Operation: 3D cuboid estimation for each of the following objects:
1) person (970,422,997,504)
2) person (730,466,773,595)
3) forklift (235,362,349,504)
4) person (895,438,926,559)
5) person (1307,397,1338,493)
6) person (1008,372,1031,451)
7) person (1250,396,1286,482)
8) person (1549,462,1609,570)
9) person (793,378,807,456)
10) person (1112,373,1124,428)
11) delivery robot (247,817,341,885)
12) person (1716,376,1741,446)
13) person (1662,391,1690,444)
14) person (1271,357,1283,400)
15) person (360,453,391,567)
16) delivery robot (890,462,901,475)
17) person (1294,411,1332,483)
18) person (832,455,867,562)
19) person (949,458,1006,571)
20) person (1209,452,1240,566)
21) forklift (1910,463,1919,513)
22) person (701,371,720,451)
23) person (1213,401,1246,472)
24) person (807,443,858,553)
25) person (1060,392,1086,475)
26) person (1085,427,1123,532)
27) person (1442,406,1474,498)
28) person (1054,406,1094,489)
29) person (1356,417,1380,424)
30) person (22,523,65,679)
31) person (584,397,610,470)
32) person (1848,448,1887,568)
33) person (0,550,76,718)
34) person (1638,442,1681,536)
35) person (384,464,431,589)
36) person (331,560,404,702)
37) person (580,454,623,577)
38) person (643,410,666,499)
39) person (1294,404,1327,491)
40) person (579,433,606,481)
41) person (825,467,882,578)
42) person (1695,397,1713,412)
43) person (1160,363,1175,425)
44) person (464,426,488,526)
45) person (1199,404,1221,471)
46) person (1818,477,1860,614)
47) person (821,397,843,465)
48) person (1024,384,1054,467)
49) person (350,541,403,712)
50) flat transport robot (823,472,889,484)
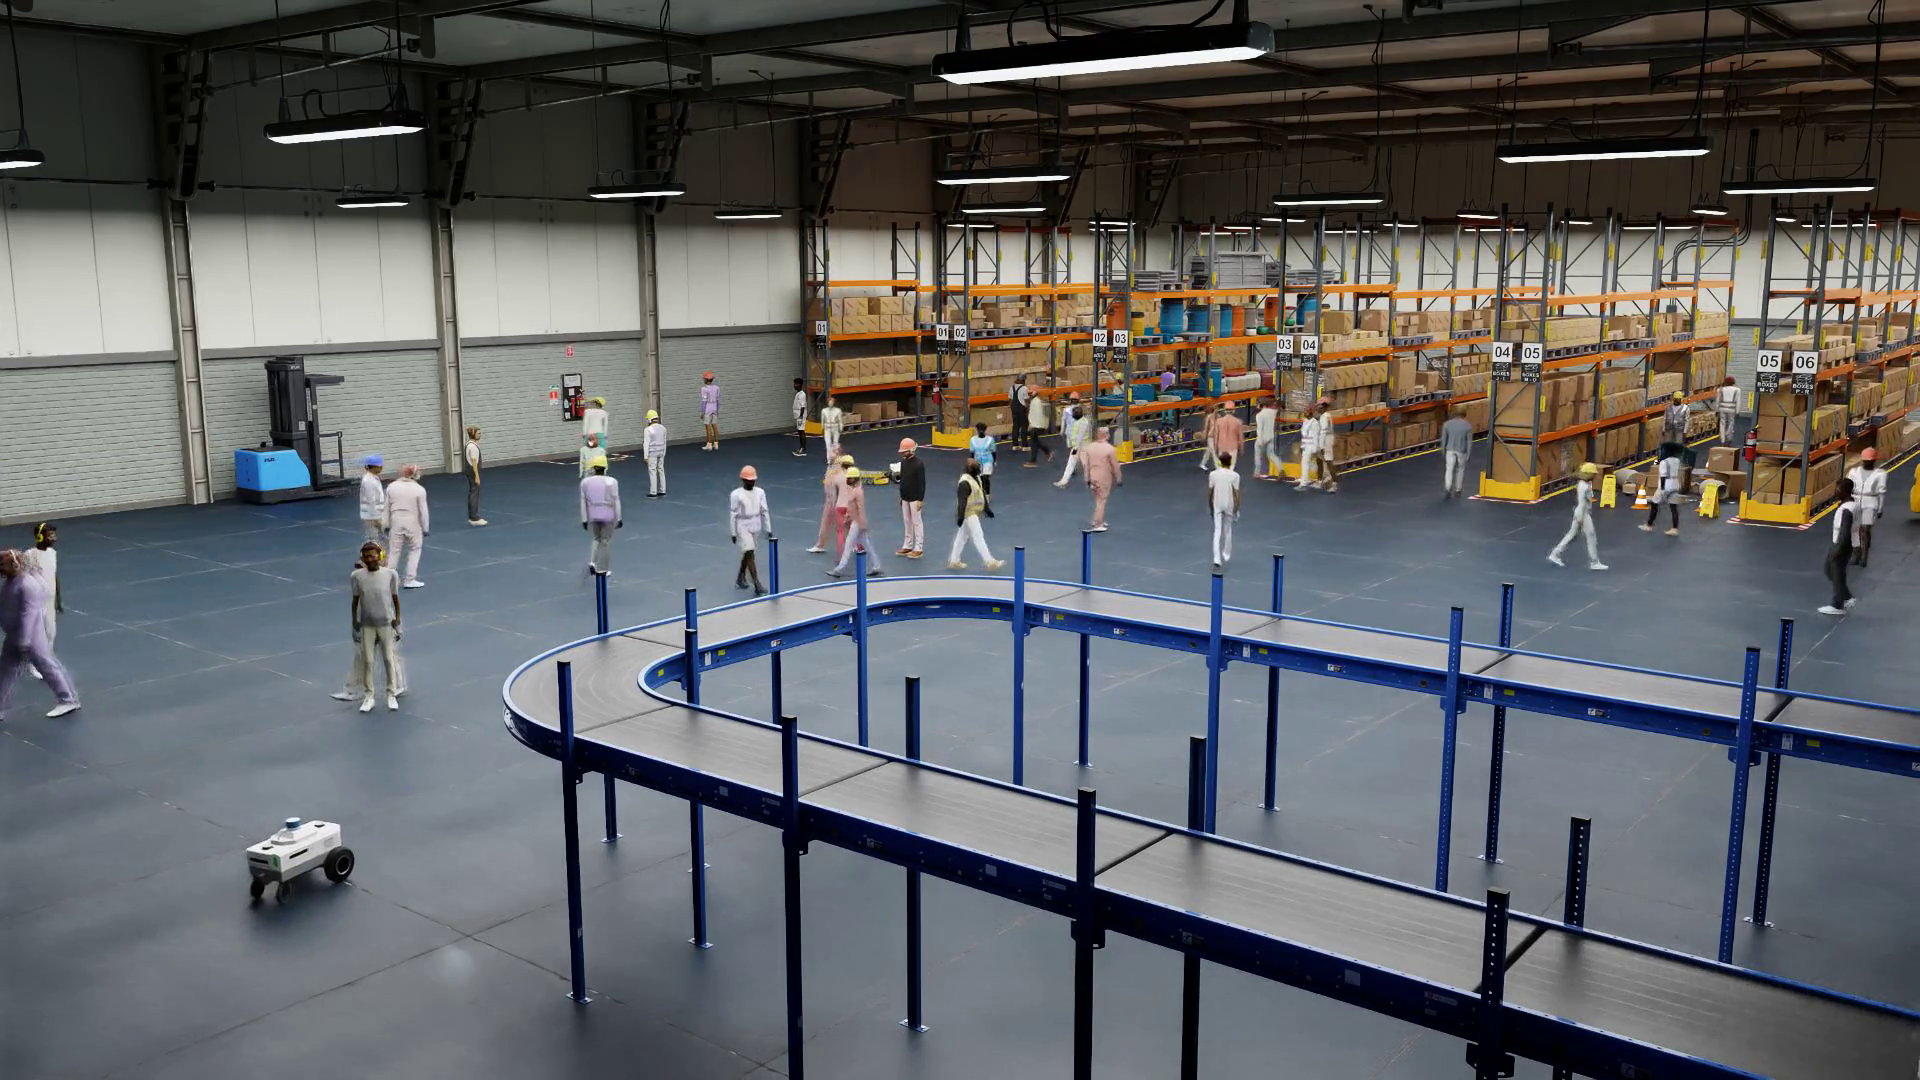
[{"bbox_3d":[0.501,-1.590,31.710,0.544,1.662,0.609,4,11,19],"label":"person"},{"bbox_3d":[-3.109,-0.171,23.124,0.563,1.888,0.996,-8,13,-37],"label":"person"},{"bbox_3d":[-13.803,-2.244,32.110,1.129,2.768,1.873,8,13,37],"label":"forklift"},{"bbox_3d":[-0.819,-0.694,25.788,0.406,1.983,0.613,-7,12,-35],"label":"person"},{"bbox_3d":[7.755,-2.020,33.257,0.698,1.993,0.676,3,11,18],"label":"person"},{"bbox_3d":[1.613,-3.317,40.509,0.535,2.000,0.674,-10,14,-43],"label":"person"},{"bbox_3d":[6.816,-2.219,34.612,0.639,1.909,0.895,-8,13,-37],"label":"person"},{"bbox_3d":[9.878,-0.403,24.923,0.865,1.706,0.491,3,11,18],"label":"person"},{"bbox_3d":[-4.042,-3.115,39.464,0.367,1.966,0.607,-2,10,-12],"label":"person"},{"bbox_3d":[4.412,-3.735,43.385,0.469,1.807,0.618,-8,13,-38],"label":"person"},{"bbox_3d":[-5.186,2.409,12.196,0.477,0.478,0.707,4,11,23],"label":"delivery robot"},{"bbox_3d":[20.440,-3.436,41.629,0.606,1.832,0.951,7,12,33],"label":"person"},{"bbox_3d":[16.907,-2.612,36.998,0.590,1.837,0.404,8,13,38],"label":"person"},{"bbox_3d":[10.877,-5.552,53.255,0.635,1.937,0.352,-3,11,-19],"label":"person"},{"bbox_3d":[-9.015,-0.369,24.123,0.467,1.931,0.632,-2,10,-9],"label":"person"},{"bbox_3d":[-1.182,-1.590,34.707,0.707,0.478,0.477,-2,10,-13],"label":"delivery robot"},{"bbox_3d":[7.869,-2.057,34.601,0.826,1.579,0.537,2,10,11],"label":"person"},{"bbox_3d":[-1.805,-0.527,25.567,0.544,1.718,0.859,3,10,14],"label":"person"},{"bbox_3d":[0.255,-0.404,24.702,0.977,1.783,0.640,2,10,13],"label":"person"},{"bbox_3d":[4.260,-0.502,25.221,0.505,1.813,0.987,2,10,12],"label":"person"},{"bbox_3d":[19.034,-1.348,28.998,2.313,2.155,1.214,8,13,37],"label":"forklift"},{"bbox_3d":[-6.505,-3.352,40.574,0.372,2.043,0.615,7,12,33],"label":"person"},{"bbox_3d":[5.659,-1.930,32.774,0.636,1.967,0.657,5,11,26],"label":"person"},{"bbox_3d":[-2.039,-0.705,26.217,0.989,1.863,0.656,-4,11,-23],"label":"person"},{"bbox_3d":[2.607,-2.470,36.057,0.564,1.882,0.987,-2,10,-11],"label":"person"},{"bbox_3d":[2.647,-1.102,28.383,0.765,1.875,0.636,-9,14,-42],"label":"person"},{"bbox_3d":[10.279,-1.821,32.381,0.642,1.911,0.944,4,11,23],"label":"person"},{"bbox_3d":[2.547,-1.972,33.536,0.983,1.790,0.625,-3,10,-16],"label":"person"},{"bbox_3d":[12.312,-4.422,46.962,0.867,1.912,0.617,-5,11,-24],"label":"person"},{"bbox_3d":[-10.645,0.719,18.212,0.393,1.846,0.549,1,10,6],"label":"person"},{"bbox_3d":[-8.542,-2.470,36.539,0.656,1.718,0.326,-5,11,-26],"label":"person"},{"bbox_3d":[14.430,-0.523,25.045,0.772,1.909,0.572,-9,13,-41],"label":"person"},{"bbox_3d":[-9.950,1.020,16.516,0.667,1.848,1.033,8,13,37],"label":"person"},{"bbox_3d":[12.578,-0.928,28.000,0.542,1.666,0.799,-5,11,-25],"label":"person"},{"bbox_3d":[-8.333,-0.208,23.420,0.843,1.860,0.407,1,10,7],"label":"person"},{"bbox_3d":[-6.539,1.010,17.251,0.536,1.594,0.850,7,12,33],"label":"person"},{"bbox_3d":[-5.524,-0.371,24.173,0.596,1.912,0.409,2,10,11],"label":"person"},{"bbox_3d":[-6.314,-1.771,32.307,0.403,1.823,0.597,6,12,32],"label":"person"},{"bbox_3d":[7.529,-1.983,33.407,0.687,1.859,0.636,-2,10,-8],"label":"person"},{"bbox_3d":[-7.023,-1.255,29.943,0.524,1.619,0.413,1,10,7],"label":"person"},{"bbox_3d":[-1.631,-0.274,24.175,0.922,1.716,0.547,-2,10,-12],"label":"person"},{"bbox_3d":[21.694,-4.156,45.510,0.635,1.894,0.603,9,14,42],"label":"person"},{"bbox_3d":[6.221,-4.363,46.820,0.390,1.848,0.563,-8,13,-39],"label":"person"},{"bbox_3d":[-9.000,-1.196,29.002,0.328,1.844,0.513,-5,11,-26],"label":"person"},{"bbox_3d":[5.865,-2.383,36.377,0.522,1.600,0.846,-9,14,-42],"label":"person"},{"bbox_3d":[12.193,0.081,21.624,0.438,1.906,0.629,5,11,28],"label":"person"},{"bbox_3d":[-3.099,-2.673,37.991,0.523,1.612,0.755,0,10,2],"label":"person"},{"bbox_3d":[1.881,-2.733,37.309,0.674,1.977,0.629,-1,10,-8],"label":"person"},{"bbox_3d":[-6.335,0.927,16.987,0.533,1.868,0.310,-3,10,-15],"label":"person"},{"bbox_3d":[-2.299,-1.388,34.632,1.431,0.197,0.652,0,10,-1],"label":"flat transport robot"}]
